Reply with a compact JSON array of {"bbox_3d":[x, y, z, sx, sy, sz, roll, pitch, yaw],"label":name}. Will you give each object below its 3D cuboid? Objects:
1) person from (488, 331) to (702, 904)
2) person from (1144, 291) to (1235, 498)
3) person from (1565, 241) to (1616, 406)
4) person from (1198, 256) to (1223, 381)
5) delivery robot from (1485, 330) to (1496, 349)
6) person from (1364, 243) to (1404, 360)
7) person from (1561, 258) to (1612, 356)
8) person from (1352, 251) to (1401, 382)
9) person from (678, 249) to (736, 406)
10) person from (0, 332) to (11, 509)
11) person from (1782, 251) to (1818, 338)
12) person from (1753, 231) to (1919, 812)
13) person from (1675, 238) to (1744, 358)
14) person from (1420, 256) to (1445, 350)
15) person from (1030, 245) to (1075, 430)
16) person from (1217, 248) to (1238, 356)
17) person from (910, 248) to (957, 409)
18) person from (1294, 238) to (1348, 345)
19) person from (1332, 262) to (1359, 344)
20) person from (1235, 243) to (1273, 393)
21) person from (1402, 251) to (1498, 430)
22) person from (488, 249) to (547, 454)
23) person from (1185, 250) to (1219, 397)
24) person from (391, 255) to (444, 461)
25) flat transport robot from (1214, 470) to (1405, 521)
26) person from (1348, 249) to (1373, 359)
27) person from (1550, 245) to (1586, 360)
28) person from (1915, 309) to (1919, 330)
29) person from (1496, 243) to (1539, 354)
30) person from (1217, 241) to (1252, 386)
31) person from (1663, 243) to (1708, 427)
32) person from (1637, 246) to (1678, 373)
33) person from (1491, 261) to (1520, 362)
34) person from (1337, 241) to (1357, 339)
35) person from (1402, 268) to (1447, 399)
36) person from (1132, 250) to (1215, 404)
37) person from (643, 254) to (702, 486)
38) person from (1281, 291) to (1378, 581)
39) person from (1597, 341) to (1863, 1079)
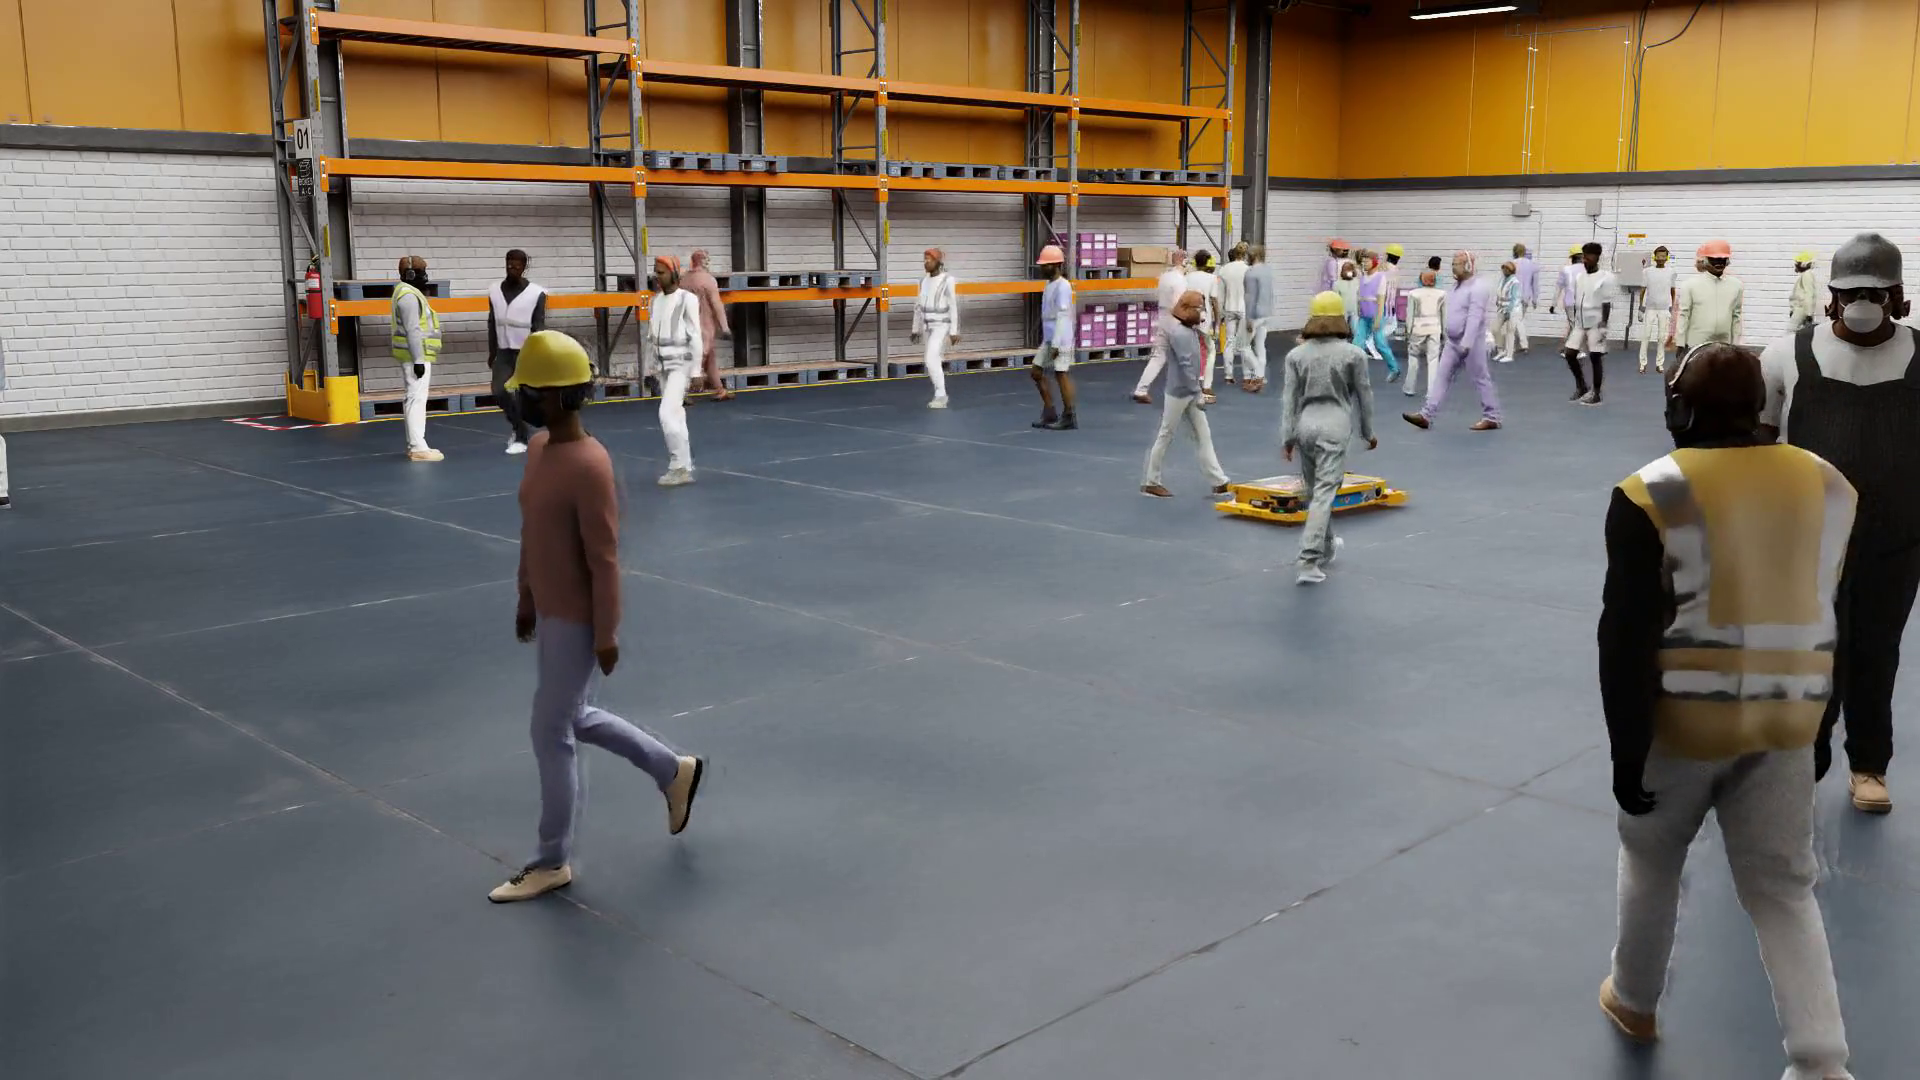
[{"bbox_3d":[-1.156,0.213,5.188,0.711,1.742,0.531,-6,12,-31],"label":"person"},{"bbox_3d":[1.804,-1.091,12.715,0.842,1.593,0.501,5,12,26],"label":"person"},{"bbox_3d":[7.487,-2.559,19.764,0.454,1.949,0.623,-6,12,-29],"label":"person"},{"bbox_3d":[3.396,-3.079,23.167,0.537,1.750,0.463,8,13,36],"label":"person"},{"bbox_3d":[8.658,-3.397,27.868,0.707,0.478,0.477,6,12,30],"label":"delivery robot"},{"bbox_3d":[6.841,-3.842,26.876,0.558,1.897,0.664,-2,11,-9],"label":"person"},{"bbox_3d":[10.493,-3.988,27.851,0.648,1.831,1.050,-7,12,-32],"label":"person"},{"bbox_3d":[5.676,-3.038,22.760,0.909,1.812,0.581,-5,11,-24],"label":"person"},{"bbox_3d":[-3.092,-2.539,19.919,1.009,1.859,0.643,-9,14,-40],"label":"person"},{"bbox_3d":[-7.265,-1.129,12.267,0.404,1.833,0.590,-8,13,-38],"label":"person"},{"bbox_3d":[13.064,-3.572,25.740,0.946,1.790,0.585,7,12,33],"label":"person"},{"bbox_3d":[3.108,-0.055,5.842,0.688,2.000,0.536,4,11,22],"label":"person"},{"bbox_3d":[7.106,-1.854,15.778,0.623,1.992,0.396,0,10,-1],"label":"person"},{"bbox_3d":[8.358,-4.190,29.435,0.890,1.642,0.542,-7,12,-33],"label":"person"},{"bbox_3d":[0.951,-2.083,17.242,0.581,1.912,0.569,-3,11,-16],"label":"person"},{"bbox_3d":[4.565,-3.980,27.908,0.620,1.800,0.872,5,11,24],"label":"person"},{"bbox_3d":[-0.331,-2.443,19.331,0.496,1.863,0.591,-8,13,-38],"label":"person"},{"bbox_3d":[6.519,-4.385,29.638,1.113,1.981,0.615,2,11,12],"label":"person"},{"bbox_3d":[5.988,-3.490,25.720,0.518,1.617,0.366,-2,11,-9],"label":"person"},{"bbox_3d":[3.778,-2.831,21.305,0.427,1.919,0.643,8,13,37],"label":"person"},{"bbox_3d":[5.164,-2.049,17.238,1.023,1.849,0.672,-3,11,-15],"label":"person"},{"bbox_3d":[-4.107,-1.736,15.398,0.634,1.895,0.443,3,11,18],"label":"person"},{"bbox_3d":[2.966,-2.652,20.537,0.552,1.838,0.676,5,12,26],"label":"person"},{"bbox_3d":[-4.887,-1.632,14.989,0.429,1.842,0.633,-4,11,-21],"label":"person"},{"bbox_3d":[2.579,-0.336,12.208,1.431,0.197,0.652,-9,14,-41],"label":"flat transport robot"},{"bbox_3d":[6.380,-3.856,27.213,0.755,1.815,0.553,2,11,13],"label":"person"},{"bbox_3d":[10.007,-3.844,27.029,0.606,1.864,1.025,-1,10,-3],"label":"person"},{"bbox_3d":[9.486,-1.727,16.084,0.516,1.622,0.436,5,11,25],"label":"person"},{"bbox_3d":[9.585,-4.145,28.594,0.636,1.881,1.040,-3,11,-15],"label":"person"},{"bbox_3d":[3.772,-3.046,22.431,0.628,1.940,0.377,7,12,33],"label":"person"},{"bbox_3d":[7.826,-2.148,17.534,1.002,1.950,0.613,-5,12,-26],"label":"person"},{"bbox_3d":[10.262,-3.382,24.466,0.538,1.866,0.312,3,11,14],"label":"person"},{"bbox_3d":[8.703,-3.623,26.451,0.408,1.611,0.535,-3,11,-16],"label":"person"},{"bbox_3d":[6.919,-4.416,29.961,0.602,1.925,0.419,2,11,11],"label":"person"},{"bbox_3d":[5.793,-2.569,20.743,0.545,1.599,0.805,0,10,1],"label":"person"},{"bbox_3d":[2.534,-2.537,19.897,0.944,1.858,0.635,-3,11,-18],"label":"person"},{"bbox_3d":[-2.385,-1.360,13.418,0.571,1.867,0.605,-10,14,-43],"label":"person"},{"bbox_3d":[2.187,-0.626,9.915,0.498,1.688,0.938,7,12,33],"label":"person"},{"bbox_3d":[1.791,0.447,3.831,0.634,1.791,0.925,0,10,-2],"label":"person"}]
